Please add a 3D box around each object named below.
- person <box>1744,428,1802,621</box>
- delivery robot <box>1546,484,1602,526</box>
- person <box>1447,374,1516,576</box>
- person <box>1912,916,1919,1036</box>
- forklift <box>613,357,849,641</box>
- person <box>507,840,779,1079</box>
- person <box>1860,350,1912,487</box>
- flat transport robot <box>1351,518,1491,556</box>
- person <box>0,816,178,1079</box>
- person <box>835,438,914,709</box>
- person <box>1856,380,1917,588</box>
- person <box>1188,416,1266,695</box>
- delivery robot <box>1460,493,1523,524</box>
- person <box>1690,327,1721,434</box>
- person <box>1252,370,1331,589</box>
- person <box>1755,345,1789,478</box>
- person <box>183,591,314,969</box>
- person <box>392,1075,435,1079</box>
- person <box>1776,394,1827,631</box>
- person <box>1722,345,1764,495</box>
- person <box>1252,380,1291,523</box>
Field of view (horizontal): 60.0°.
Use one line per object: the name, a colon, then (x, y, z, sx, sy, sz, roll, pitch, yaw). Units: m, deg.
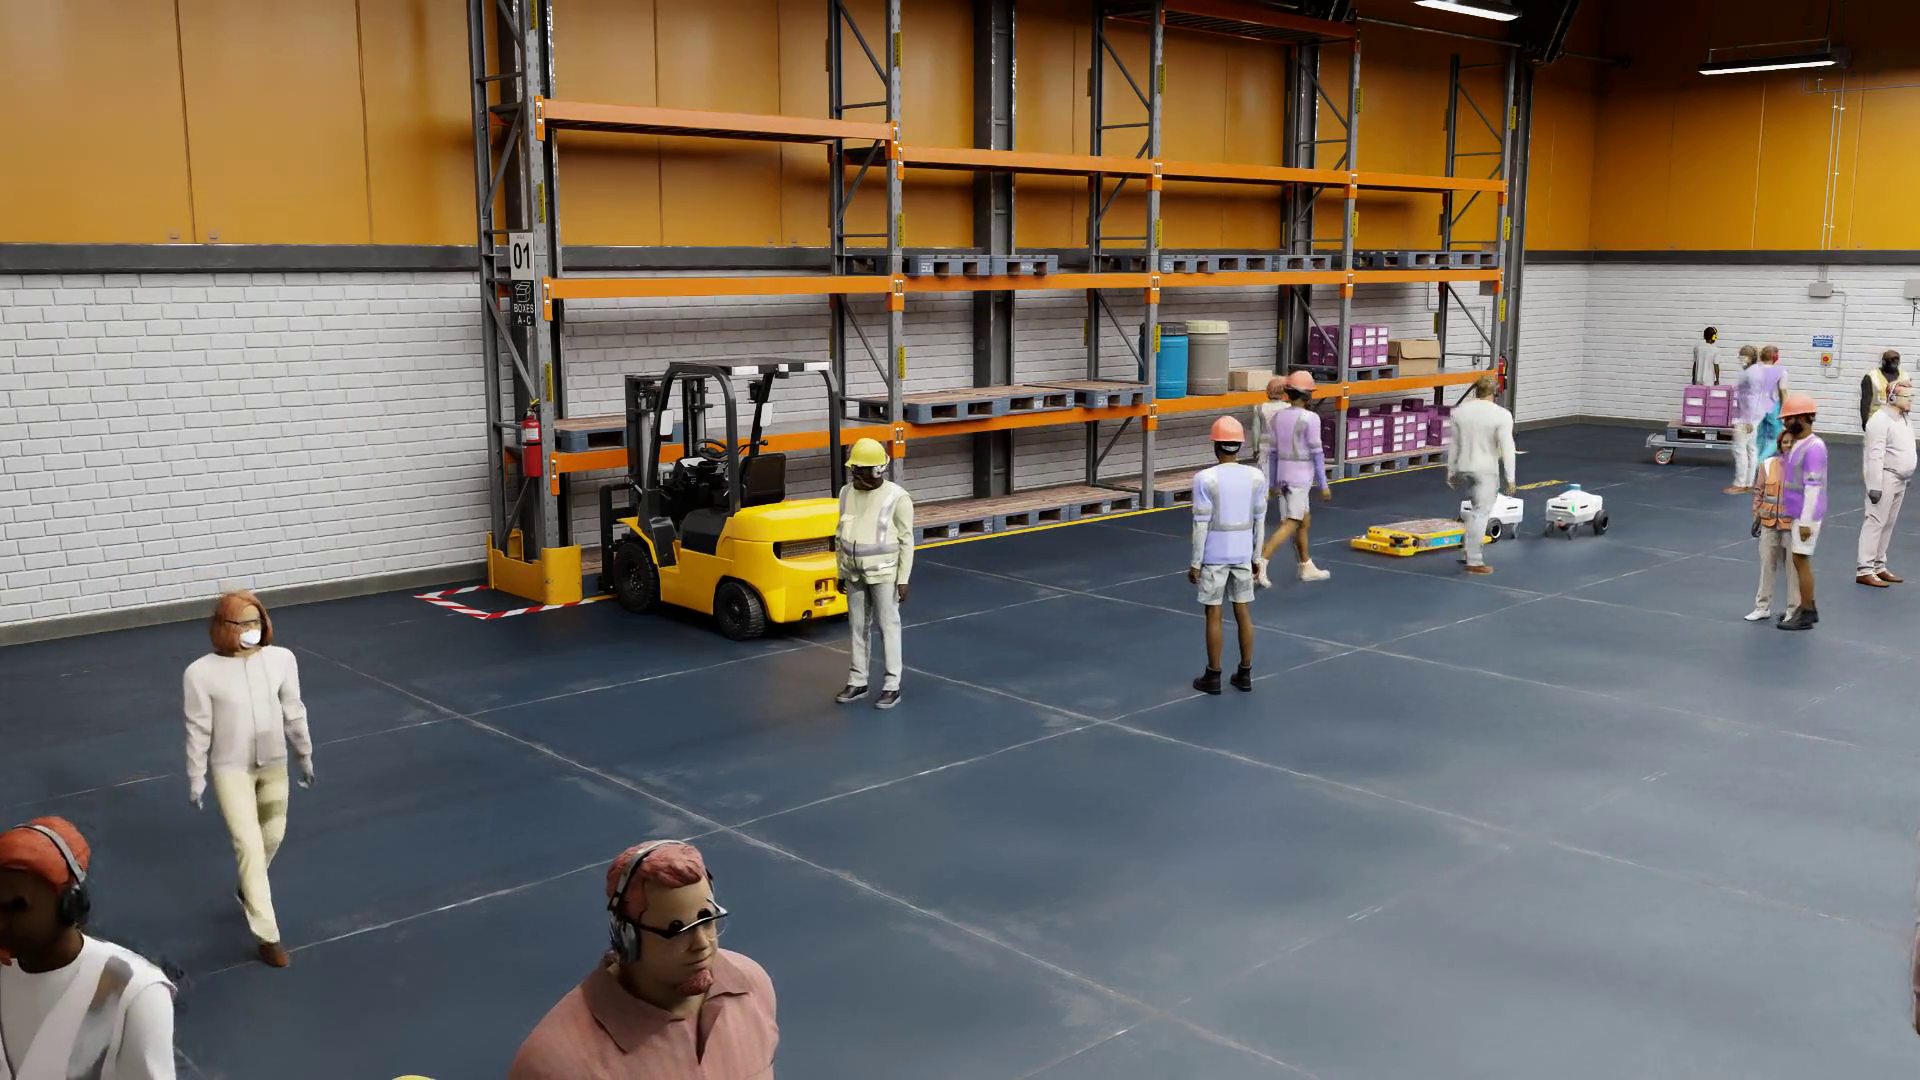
person: (6.785, -0.113, 13.702, 0.306, 1.642, 0.523, -7, 12, -36)
delivery robot: (6.674, -0.362, 18.067, 0.707, 0.478, 0.477, -9, 13, -43)
person: (4.967, -0.614, 15.860, 0.485, 1.906, 0.726, -6, 11, -32)
person: (3.104, 1.344, 4.940, 0.532, 1.724, 0.899, 1, 10, 6)
forklift: (-1.847, -0.414, 13.852, 1.214, 2.155, 2.313, -9, 13, -42)
person: (-0.567, 1.524, 3.351, 0.410, 1.909, 0.643, 7, 12, 37)
person: (12.126, -1.563, 21.732, 0.653, 1.799, 0.926, 1, 10, 8)
flat transport robot: (4.810, -0.044, 17.309, 1.431, 0.197, 0.652, -7, 12, -34)
person: (-1.969, 1.509, 3.662, 0.598, 1.840, 0.895, 3, 10, 17)
person: (-0.598, 0.222, 11.200, 0.594, 1.828, 0.403, 6, 11, 31)
person: (8.582, -0.525, 15.347, 0.652, 1.906, 0.402, -8, 13, -41)
person: (1.834, 0.109, 11.573, 0.553, 1.935, 0.392, -3, 10, -17)
delivery robot: (5.717, -0.327, 17.865, 0.707, 0.478, 0.477, -6, 12, -33)
person: (12.507, -2.644, 27.904, 0.330, 1.862, 0.502, -7, 12, -35)
person: (3.024, -0.557, 15.275, 1.005, 2.008, 0.619, -4, 11, -23)
person: (10.941, -1.720, 22.550, 0.568, 1.830, 0.626, -6, 11, -31)
person: (-3.115, 1.001, 7.302, 0.757, 1.606, 0.515, 9, 13, 41)
person: (-0.779, 1.694, 2.568, 0.404, 1.831, 0.600, 1, 10, 8)
person: (6.842, -0.220, 13.526, 0.477, 1.919, 0.637, 2, 10, 14)
person: (9.999, -1.523, 21.210, 0.453, 1.918, 0.740, 4, 11, 23)
person: (3.583, -1.005, 18.947, 0.512, 1.638, 0.307, 2, 10, 12)
